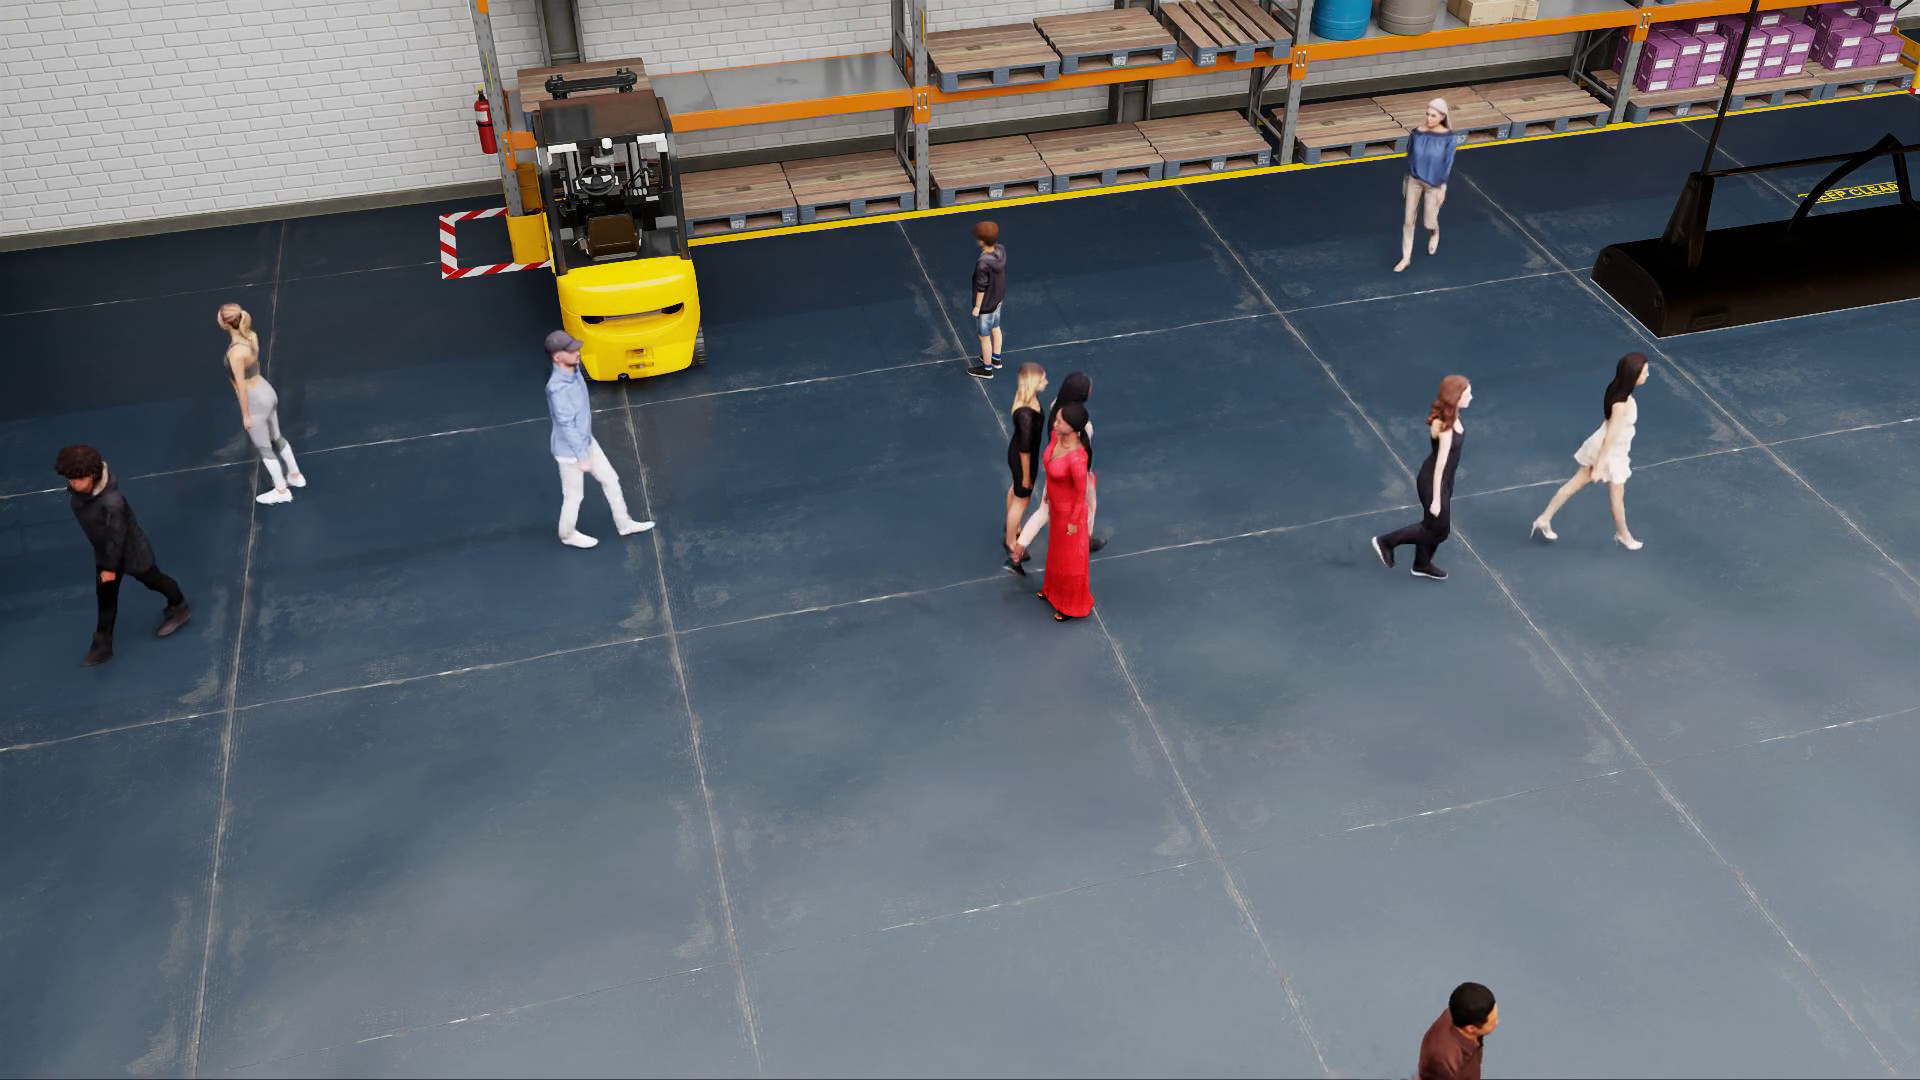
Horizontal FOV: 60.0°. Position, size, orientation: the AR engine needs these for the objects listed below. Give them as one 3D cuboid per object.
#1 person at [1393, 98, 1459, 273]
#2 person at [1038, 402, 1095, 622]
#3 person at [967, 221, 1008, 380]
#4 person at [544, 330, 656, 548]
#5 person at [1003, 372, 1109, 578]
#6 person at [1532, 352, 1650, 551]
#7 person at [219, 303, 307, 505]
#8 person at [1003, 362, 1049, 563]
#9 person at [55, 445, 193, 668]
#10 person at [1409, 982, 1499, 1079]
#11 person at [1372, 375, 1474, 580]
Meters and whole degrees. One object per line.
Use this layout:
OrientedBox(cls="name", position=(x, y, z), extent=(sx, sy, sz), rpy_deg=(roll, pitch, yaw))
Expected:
OrientedBox(cls="person", position=(4.400, -3.343, 15.601), extent=(0.885, 1.688, 0.971), rpy_deg=(25, 45, 28))
OrientedBox(cls="person", position=(0.754, -0.201, 11.591), extent=(0.630, 1.784, 0.648), rpy_deg=(-14, 41, -17))
OrientedBox(cls="person", position=(0.240, -2.059, 14.175), extent=(0.683, 1.451, 0.624), rpy_deg=(20, 43, 23))
OrientedBox(cls="person", position=(-2.898, -0.716, 12.162), extent=(1.040, 1.865, 0.857), rpy_deg=(3, 39, 4))
OrientedBox(cls="person", position=(0.700, -0.422, 11.940), extent=(1.263, 1.682, 0.906), rpy_deg=(-25, 45, -28))
OrientedBox(cls="person", position=(4.639, -0.634, 12.205), extent=(1.114, 1.683, 0.931), rpy_deg=(10, 40, 12))
OrientedBox(cls="person", position=(-5.361, -1.042, 12.703), extent=(0.639, 1.698, 0.648), rpy_deg=(-4, 39, -5))
OrientedBox(cls="person", position=(0.465, -0.591, 12.162), extent=(0.611, 1.670, 0.615), rpy_deg=(2, 39, 2))
OrientedBox(cls="person", position=(-5.658, 0.027, 11.347), extent=(1.102, 1.720, 1.125), rpy_deg=(19, 42, 22))
OrientedBox(cls="person", position=(2.186, 2.681, 8.012), extent=(1.255, 1.735, 1.071), rpy_deg=(11, 40, 14))
OrientedBox(cls="person", position=(3.325, -0.438, 11.914), extent=(0.927, 1.740, 0.835), rpy_deg=(14, 41, 17))
